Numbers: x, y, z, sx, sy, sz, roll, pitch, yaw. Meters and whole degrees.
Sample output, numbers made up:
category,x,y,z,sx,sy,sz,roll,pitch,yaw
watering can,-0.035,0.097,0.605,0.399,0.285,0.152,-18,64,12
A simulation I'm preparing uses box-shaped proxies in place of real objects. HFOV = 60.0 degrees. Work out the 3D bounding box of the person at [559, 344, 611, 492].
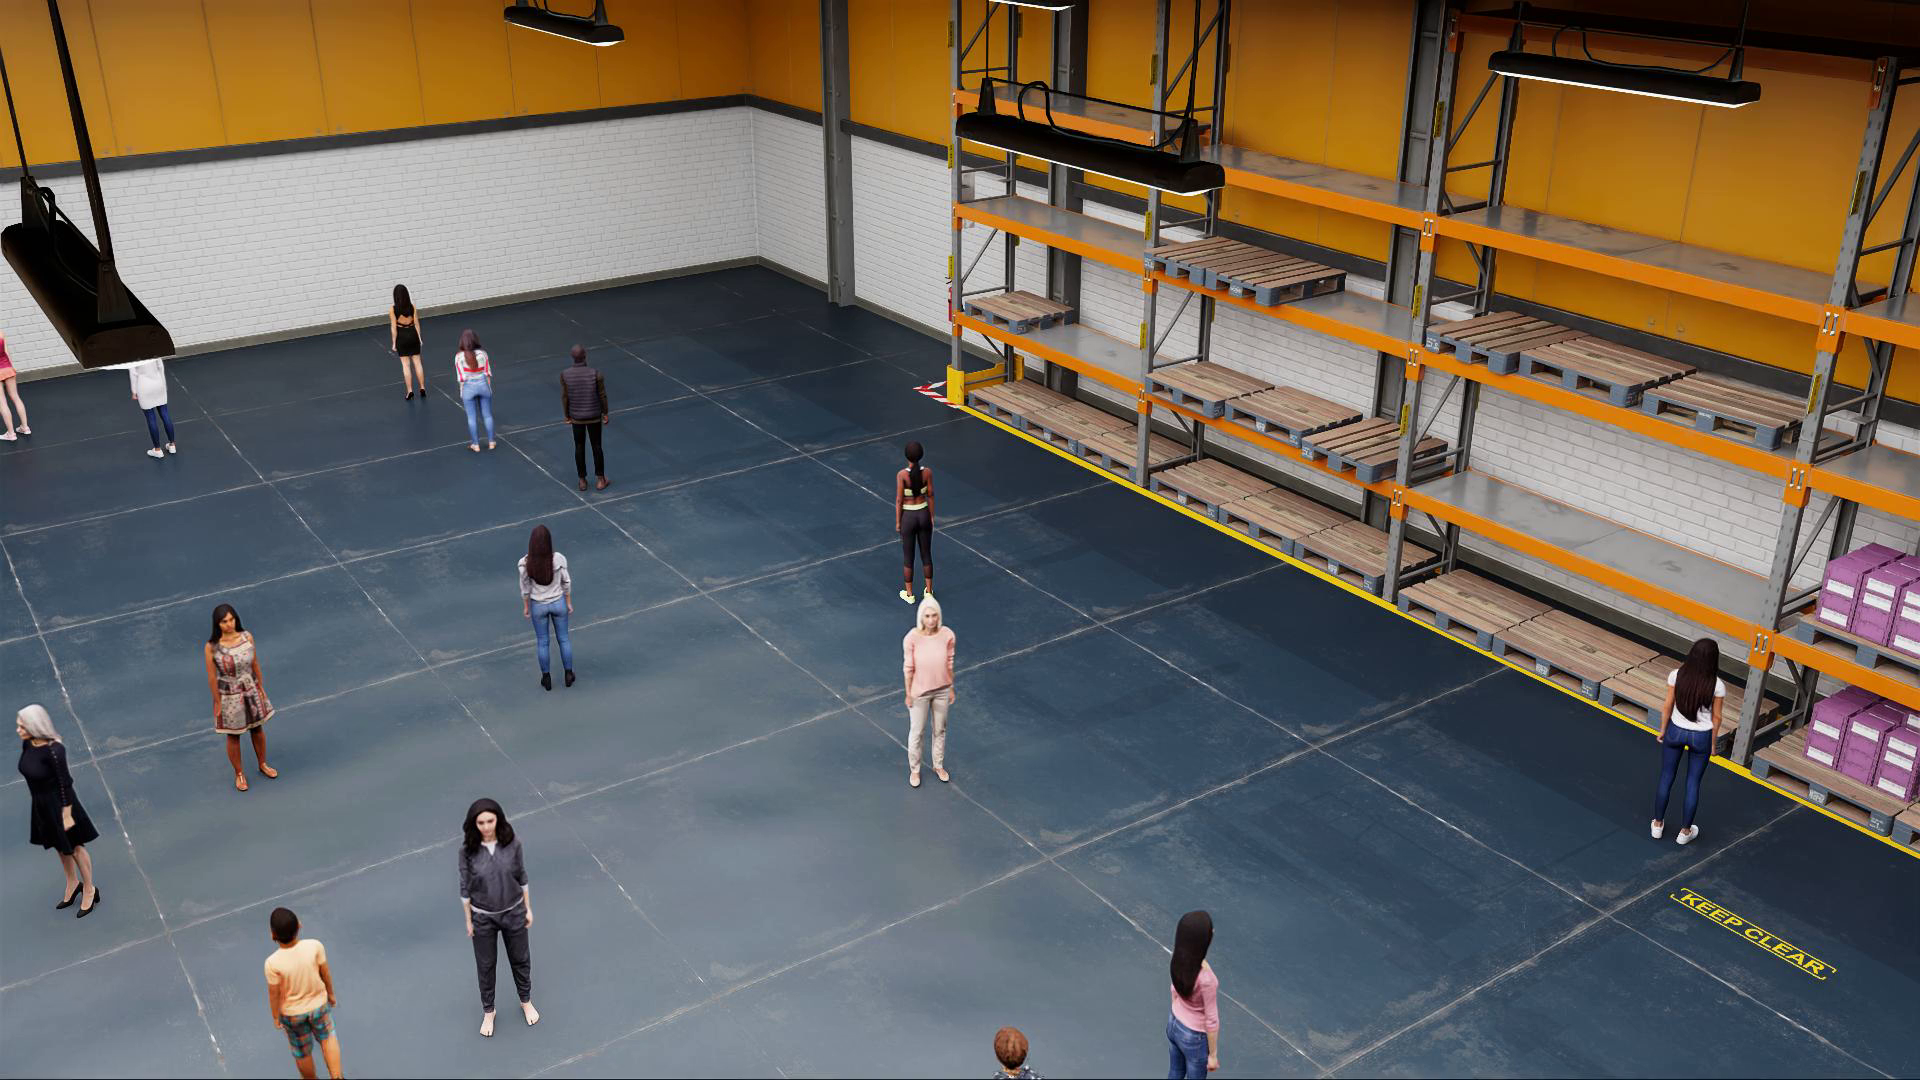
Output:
category,x,y,z,sx,sy,sz,roll,pitch,yaw
person,-4.539,-1.496,20.159,0.778,1.836,0.775,-1,24,-3

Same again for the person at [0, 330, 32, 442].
category,x,y,z,sx,sy,sz,roll,pitch,yaw
person,-12.619,-2.191,21.854,0.692,1.752,0.656,8,25,19

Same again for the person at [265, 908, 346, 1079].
category,x,y,z,sx,sy,sz,roll,pitch,yaw
person,-4.092,2.959,10.446,0.555,1.453,0.731,-17,29,-34

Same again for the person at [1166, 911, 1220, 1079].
category,x,y,z,sx,sy,sz,roll,pitch,yaw
person,1.391,2.973,10.054,0.656,1.742,0.491,-11,26,-24

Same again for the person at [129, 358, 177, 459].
category,x,y,z,sx,sy,sz,roll,pitch,yaw
person,-10.335,-1.935,21.240,0.628,1.776,0.669,17,29,34

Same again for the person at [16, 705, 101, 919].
category,x,y,z,sx,sy,sz,roll,pitch,yaw
person,-6.685,1.995,12.286,0.644,1.746,0.751,13,27,27

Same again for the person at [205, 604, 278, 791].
category,x,y,z,sx,sy,sz,roll,pitch,yaw
person,-6.082,1.291,14.023,0.598,1.645,0.691,21,31,39

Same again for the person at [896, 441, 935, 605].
category,x,y,z,sx,sy,sz,roll,pitch,yaw
person,-0.461,-0.187,17.269,0.622,1.753,0.596,-7,25,-16

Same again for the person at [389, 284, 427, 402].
category,x,y,z,sx,sy,sz,roll,pitch,yaw
person,-7.750,-2.774,23.321,0.568,1.645,0.491,-15,28,-31

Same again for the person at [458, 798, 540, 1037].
category,x,y,z,sx,sy,sz,roll,pitch,yaw
person,-3.097,2.487,11.137,0.638,1.765,0.584,-9,25,-20

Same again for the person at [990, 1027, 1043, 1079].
category,x,y,z,sx,sy,sz,roll,pitch,yaw
person,0.316,3.423,9.419,0.676,1.426,0.810,-7,24,-15

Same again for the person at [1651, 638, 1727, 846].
category,x,y,z,sx,sy,sz,roll,pitch,yaw
person,5.771,1.584,13.190,0.569,1.774,0.716,16,28,32

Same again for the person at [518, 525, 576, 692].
category,x,y,z,sx,sy,sz,roll,pitch,yaw
person,-3.847,0.626,15.560,0.662,1.632,0.613,-7,25,-16

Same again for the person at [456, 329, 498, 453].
category,x,y,z,sx,sy,sz,roll,pitch,yaw
person,-6.244,-1.940,21.453,0.623,1.614,0.573,-10,26,-22

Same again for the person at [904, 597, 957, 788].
category,x,y,z,sx,sy,sz,roll,pitch,yaw
person,-0.252,1.254,14.007,0.666,1.724,0.630,-7,24,-15
